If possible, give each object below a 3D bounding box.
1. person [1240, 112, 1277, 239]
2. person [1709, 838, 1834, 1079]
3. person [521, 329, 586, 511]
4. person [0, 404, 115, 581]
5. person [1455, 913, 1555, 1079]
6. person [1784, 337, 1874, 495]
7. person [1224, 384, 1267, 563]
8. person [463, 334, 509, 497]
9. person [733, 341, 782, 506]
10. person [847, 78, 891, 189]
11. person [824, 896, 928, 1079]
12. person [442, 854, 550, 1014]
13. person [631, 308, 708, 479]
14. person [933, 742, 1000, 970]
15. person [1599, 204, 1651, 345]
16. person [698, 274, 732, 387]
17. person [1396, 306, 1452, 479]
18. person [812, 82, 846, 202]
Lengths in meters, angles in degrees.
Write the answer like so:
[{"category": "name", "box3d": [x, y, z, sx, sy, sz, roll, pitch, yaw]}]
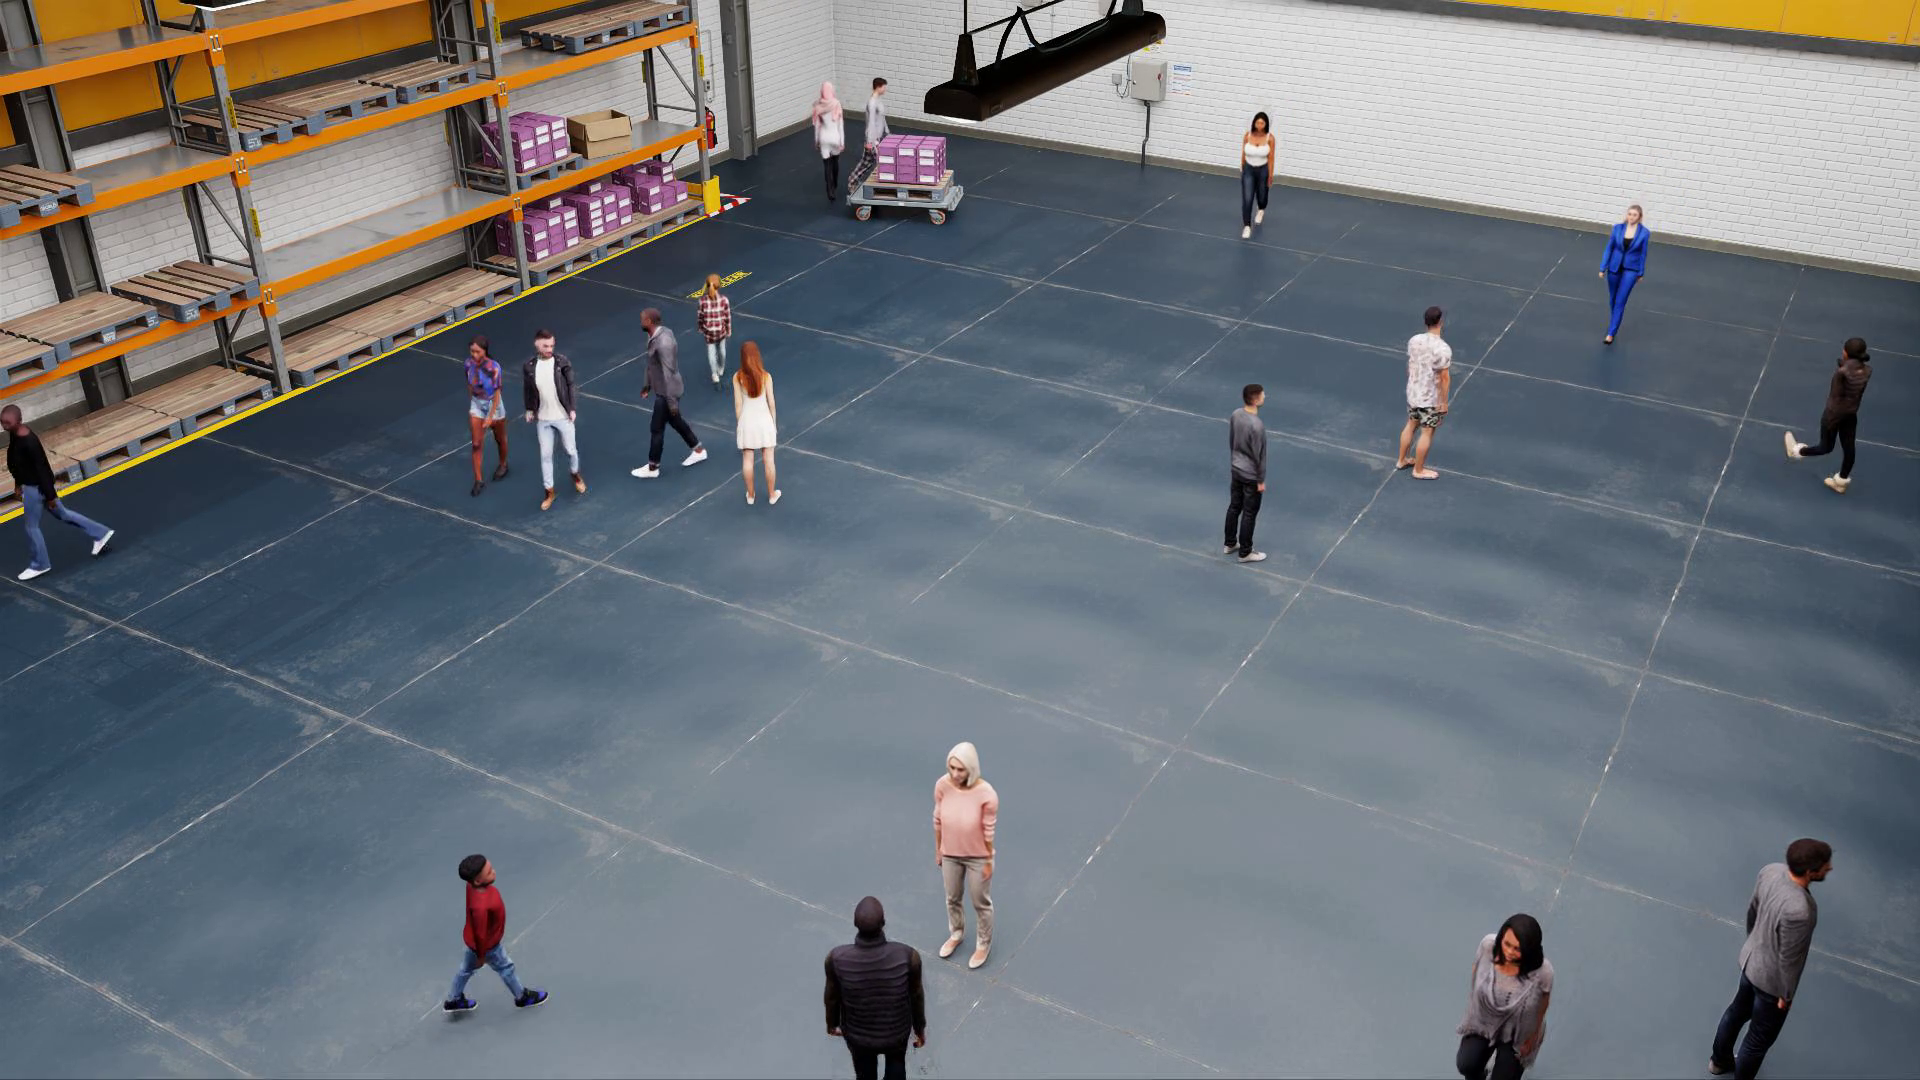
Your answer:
[{"category": "person", "box3d": [4.288, -5.298, 24.041, 0.796, 1.781, 1.172, 9, 30, 15]}, {"category": "person", "box3d": [4.716, 2.493, 9.662, 0.839, 1.872, 0.709, 1, 29, 1]}, {"category": "person", "box3d": [-4.032, -1.262, 16.592, 0.906, 1.827, 0.986, 2, 29, 3]}, {"category": "person", "box3d": [-8.410, -0.504, 15.336, 1.194, 1.701, 0.854, -22, 35, -34]}, {"category": "person", "box3d": [3.163, 2.715, 9.544, 0.657, 1.597, 0.707, 22, 36, 35]}, {"category": "person", "box3d": [8.858, -1.307, 16.861, 0.908, 1.649, 0.967, 0, 29, -1]}, {"category": "person", "box3d": [2.679, -0.633, 15.509, 0.713, 1.761, 0.702, -15, 32, -25]}, {"category": "person", "box3d": [-4.732, -1.336, 16.866, 0.815, 1.696, 1.021, 4, 29, 8]}, {"category": "person", "box3d": [-2.030, -1.161, 16.532, 0.640, 1.709, 0.662, 0, 29, 1]}, {"category": "person", "box3d": [-1.416, -6.219, 25.702, 1.035, 1.807, 1.136, 1, 29, 2]}, {"category": "person", "box3d": [-0.466, 2.770, 9.201, 0.861, 1.827, 0.892, -1, 29, -2]}, {"category": "person", "box3d": [-3.033, 2.485, 10.350, 0.930, 1.228, 0.793, -13, 31, -22]}, {"category": "person", "box3d": [-2.947, -1.534, 17.161, 1.183, 1.761, 1.122, -11, 31, -20]}, {"category": "person", "box3d": [0.050, 2.003, 10.714, 0.610, 1.725, 0.551, 11, 31, 20]}, {"category": "person", "box3d": [8.200, -3.321, 20.546, 0.672, 1.656, 1.136, 17, 33, 28]}, {"category": "person", "box3d": [-2.844, -2.425, 19.283, 0.857, 1.293, 0.922, -7, 29, -13]}, {"category": "person", "box3d": [4.776, -1.512, 17.070, 0.750, 1.809, 0.770, -12, 31, -21]}, {"category": "person", "box3d": [-2.006, -6.042, 25.430, 1.090, 1.756, 1.296, -2, 29, -3]}]
